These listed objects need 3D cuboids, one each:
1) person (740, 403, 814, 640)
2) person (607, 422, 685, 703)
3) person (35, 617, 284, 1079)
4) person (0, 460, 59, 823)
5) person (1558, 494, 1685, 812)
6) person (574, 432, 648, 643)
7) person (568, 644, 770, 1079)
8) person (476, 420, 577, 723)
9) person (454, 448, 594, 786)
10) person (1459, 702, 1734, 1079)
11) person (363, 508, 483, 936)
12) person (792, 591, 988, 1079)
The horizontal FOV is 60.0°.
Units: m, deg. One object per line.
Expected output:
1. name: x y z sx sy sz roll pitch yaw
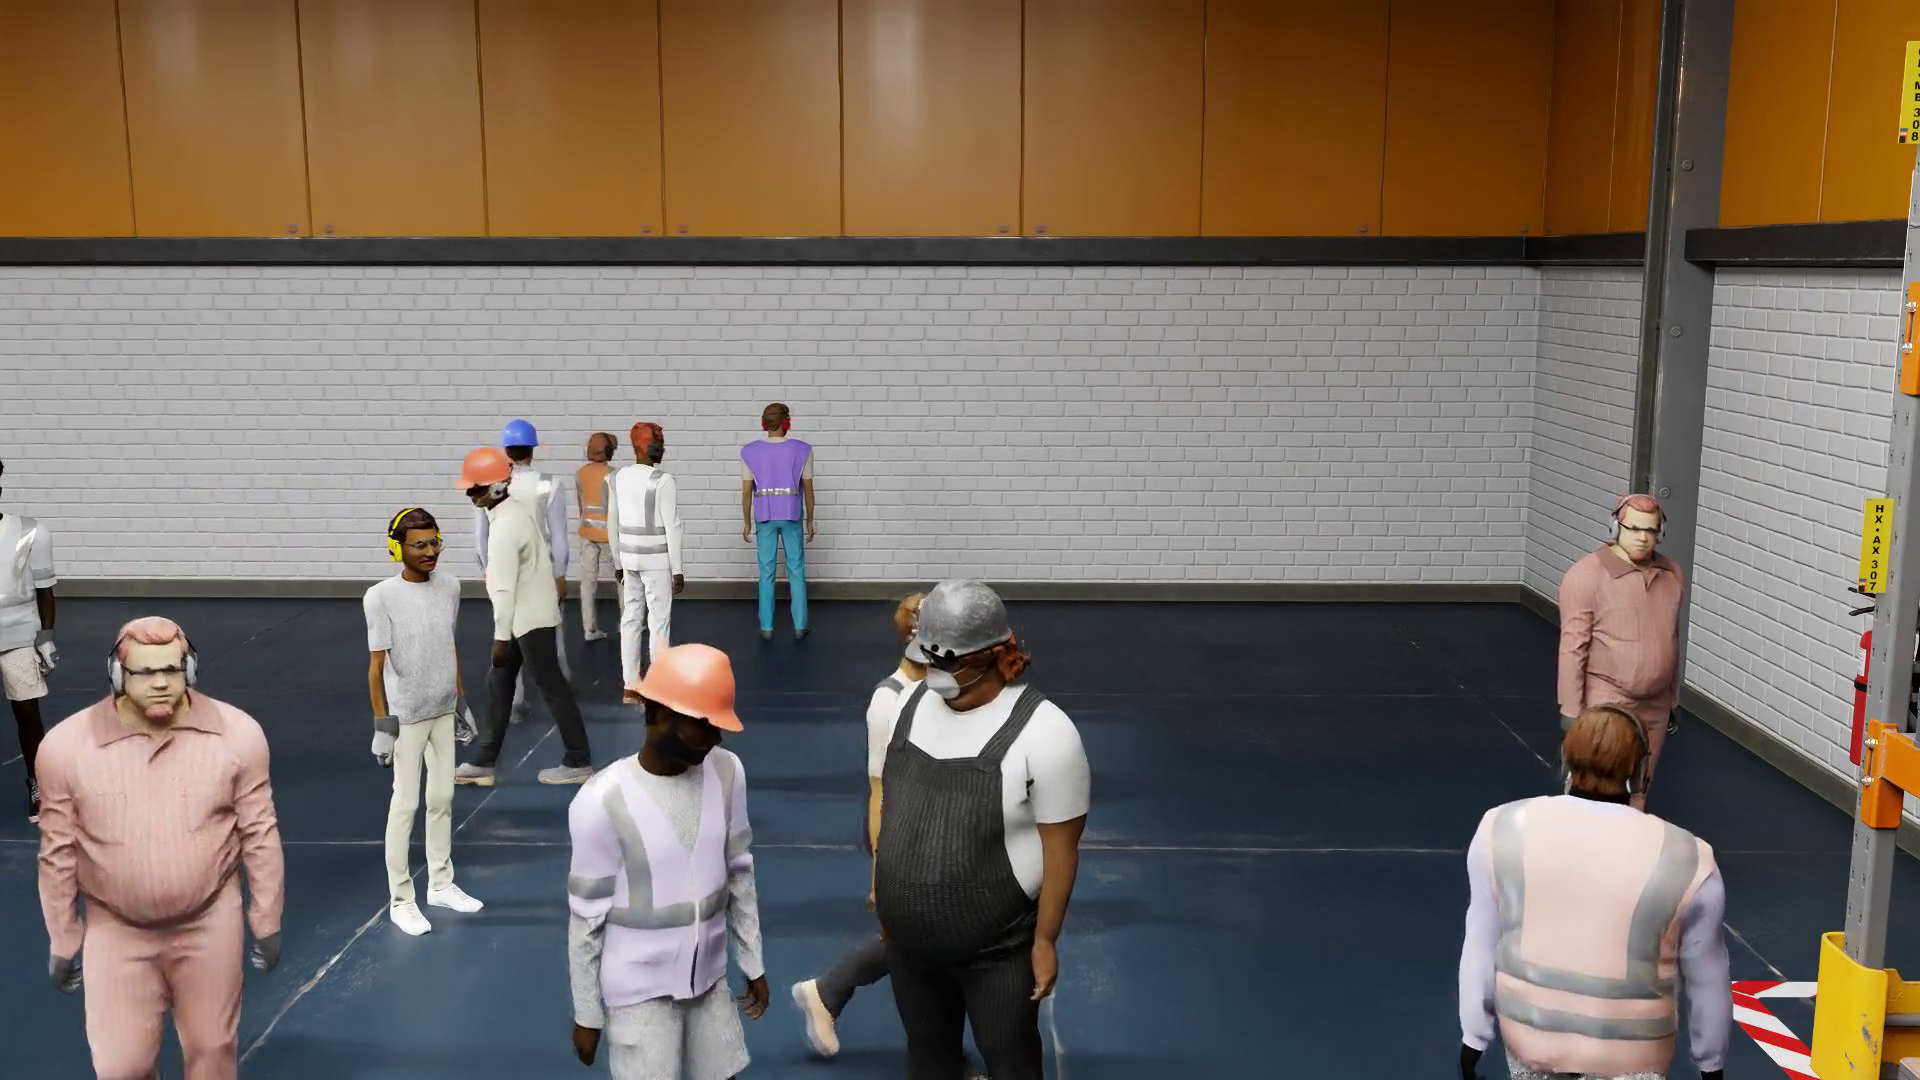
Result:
1. person: -1.412 -0.140 12.907 0.564 1.842 0.361 -1 10 -7
2. person: -2.059 0.163 10.970 0.584 1.880 0.337 6 11 31
3. person: -2.374 1.158 4.993 0.663 1.888 0.432 -5 11 -28
4. person: -5.009 0.513 8.626 0.605 1.966 0.367 -4 10 -23
5. person: 2.993 0.734 7.487 0.651 1.902 0.403 -3 10 -19
6. person: -2.718 -0.032 12.912 0.538 1.612 0.667 5 11 28
7. person: -0.861 1.203 4.677 0.592 1.903 0.619 -9 13 -44
8. person: -2.798 0.173 10.798 0.622 1.910 0.846 0 9 1
9. person: -2.477 0.450 9.122 0.940 1.925 0.614 -3 10 -17
10. person: 1.682 1.305 4.415 0.650 1.788 0.976 6 11 32
11. person: -2.354 0.780 7.327 0.313 1.864 0.539 6 11 31
12. person: -0.224 1.060 5.802 0.816 1.818 0.526 3 10 19
